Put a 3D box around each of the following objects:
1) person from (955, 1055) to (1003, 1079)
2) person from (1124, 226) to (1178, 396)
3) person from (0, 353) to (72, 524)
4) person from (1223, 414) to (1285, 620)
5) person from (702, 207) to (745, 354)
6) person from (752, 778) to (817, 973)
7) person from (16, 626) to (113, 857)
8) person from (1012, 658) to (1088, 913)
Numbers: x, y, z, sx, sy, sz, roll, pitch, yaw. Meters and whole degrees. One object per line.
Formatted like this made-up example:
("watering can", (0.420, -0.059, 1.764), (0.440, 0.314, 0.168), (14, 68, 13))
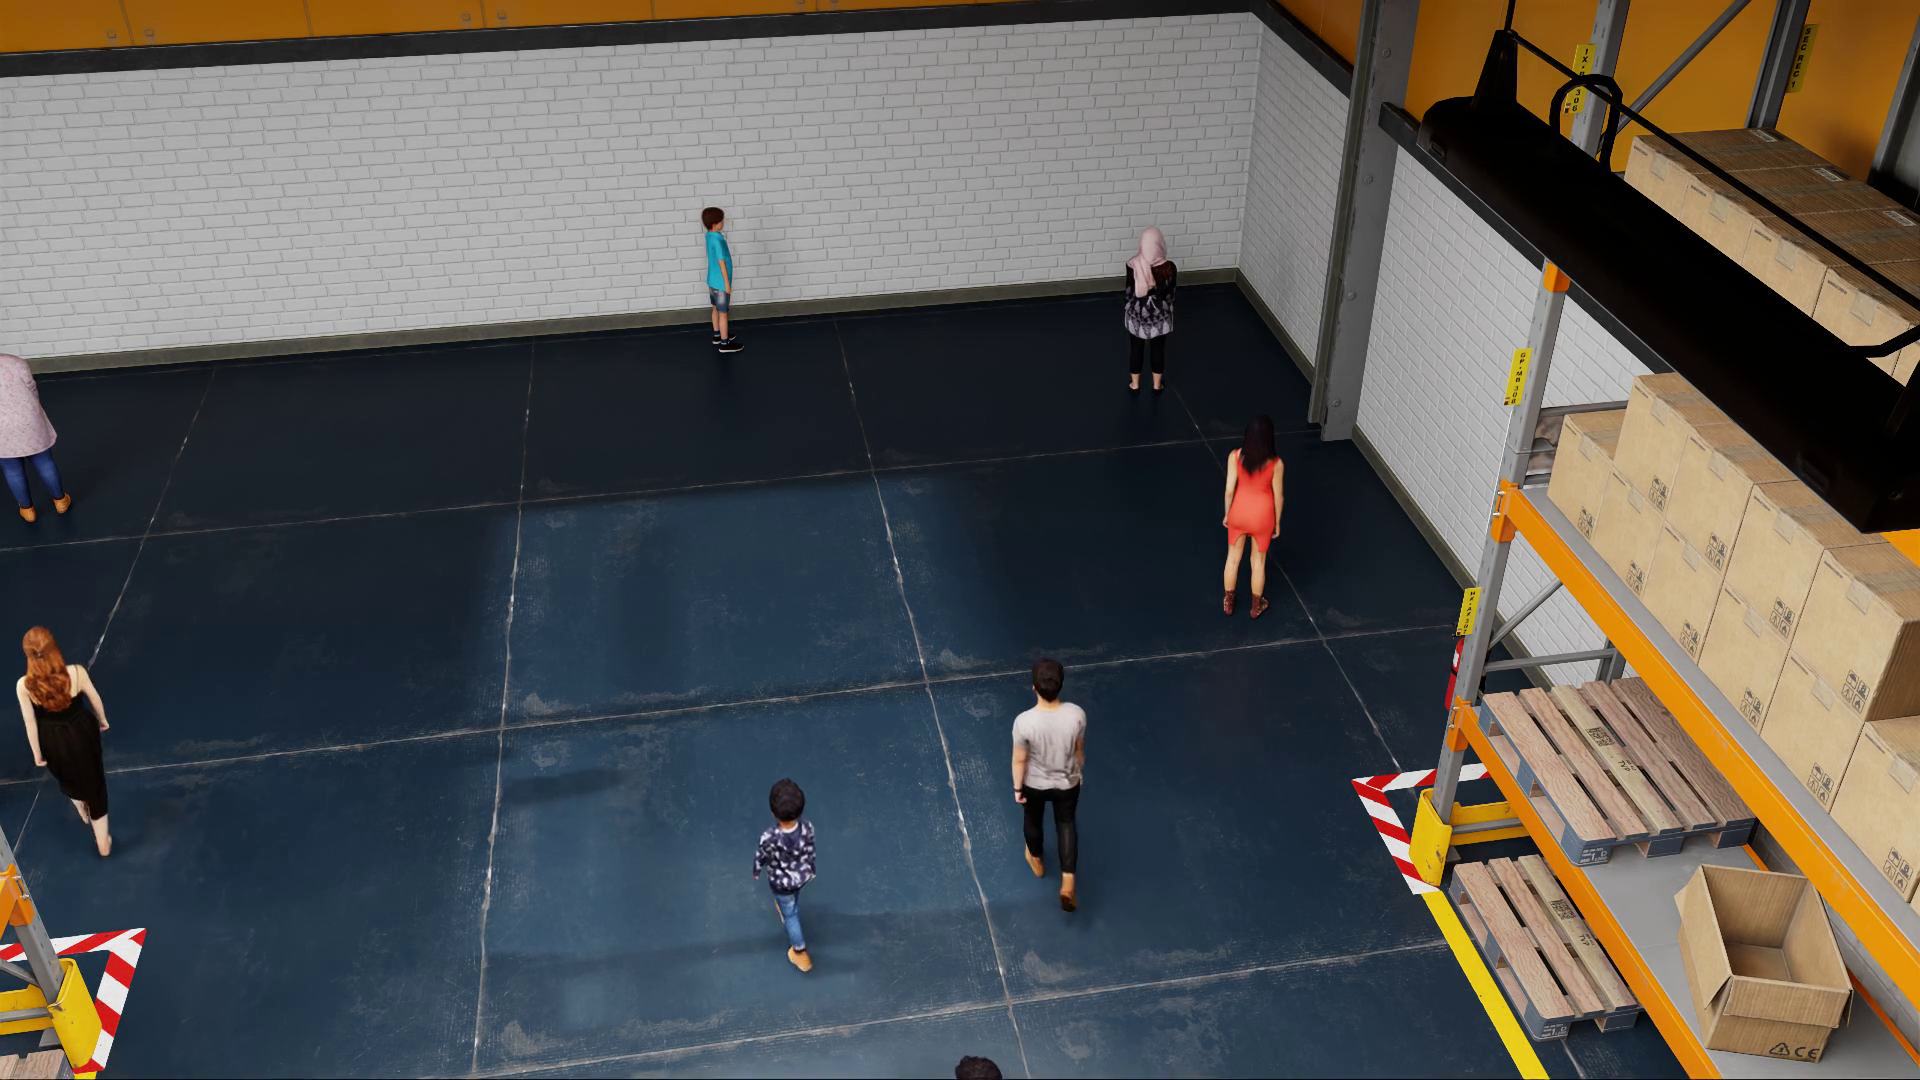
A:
("person", (0.159, 2.967, 7.996), (0.655, 1.213, 0.600), (23, 40, 30))
("person", (1.730, -2.090, 15.222), (0.704, 1.635, 0.712), (4, 34, 6))
("person", (-7.653, -0.955, 13.417), (0.775, 1.742, 0.749), (-17, 37, -24))
("person", (2.149, -0.166, 12.253), (0.667, 1.719, 0.676), (11, 35, 15))
("person", (-2.332, -2.531, 16.052), (0.627, 1.450, 0.497), (-15, 36, -21))
("person", (-0.972, 1.935, 9.535), (0.680, 1.227, 0.899), (-17, 37, -24))
("person", (-5.430, 1.287, 10.173), (0.748, 1.600, 0.904), (-17, 37, -24))
("person", (0.546, 1.457, 9.824), (0.652, 1.703, 0.970), (-3, 34, -5))
